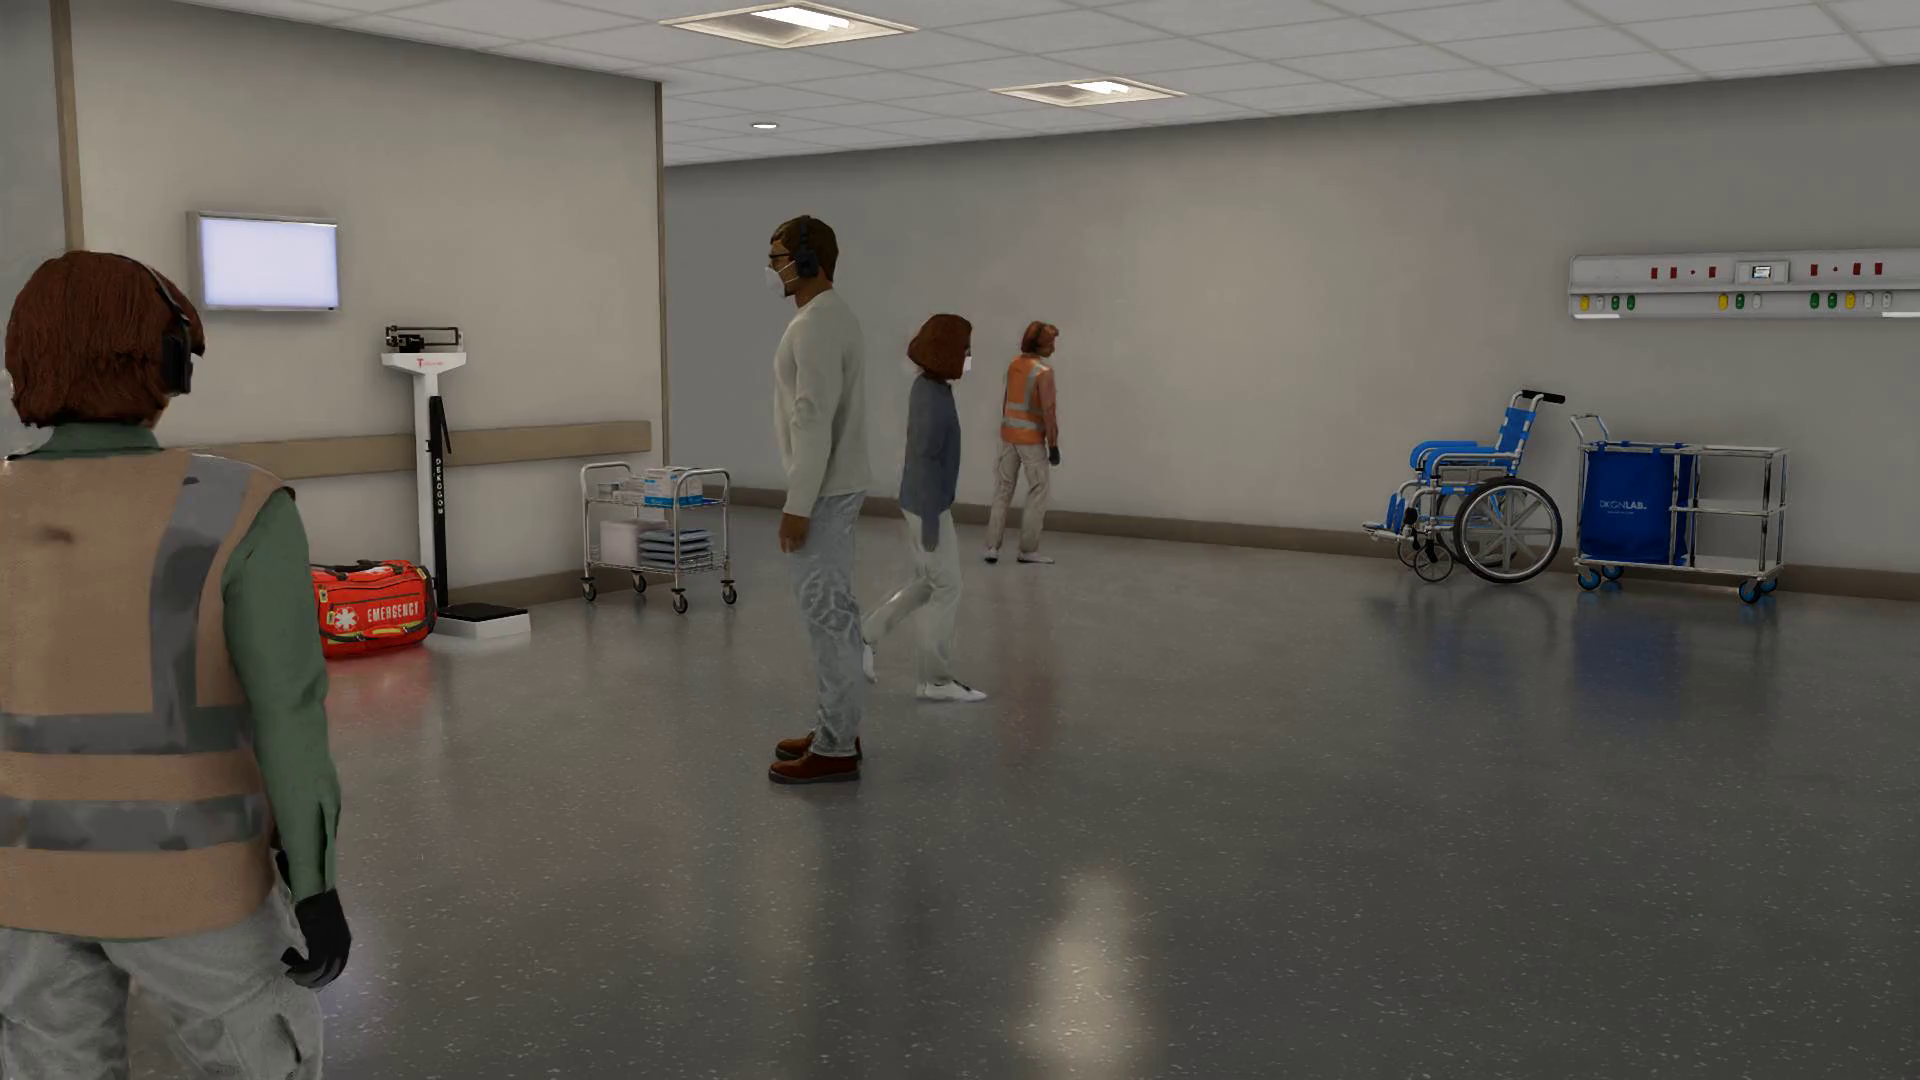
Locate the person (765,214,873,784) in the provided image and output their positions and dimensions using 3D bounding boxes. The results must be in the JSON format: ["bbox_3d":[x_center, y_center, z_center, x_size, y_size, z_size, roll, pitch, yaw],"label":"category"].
[{"bbox_3d":[-0.481,-0.142,5.731,0.361,1.936,0.631,0,7,-2],"label":"person"}]

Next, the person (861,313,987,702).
[{"bbox_3d":[-0.175,-0.115,6.771,0.511,1.608,0.530,-1,7,-4],"label":"person"}]

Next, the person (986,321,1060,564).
[{"bbox_3d":[0.405,-0.636,10.997,0.408,1.611,0.579,-4,8,-32],"label":"person"}]

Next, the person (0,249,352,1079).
[{"bbox_3d":[-1.051,0.453,2.117,0.553,1.623,0.350,0,7,3],"label":"person"}]
